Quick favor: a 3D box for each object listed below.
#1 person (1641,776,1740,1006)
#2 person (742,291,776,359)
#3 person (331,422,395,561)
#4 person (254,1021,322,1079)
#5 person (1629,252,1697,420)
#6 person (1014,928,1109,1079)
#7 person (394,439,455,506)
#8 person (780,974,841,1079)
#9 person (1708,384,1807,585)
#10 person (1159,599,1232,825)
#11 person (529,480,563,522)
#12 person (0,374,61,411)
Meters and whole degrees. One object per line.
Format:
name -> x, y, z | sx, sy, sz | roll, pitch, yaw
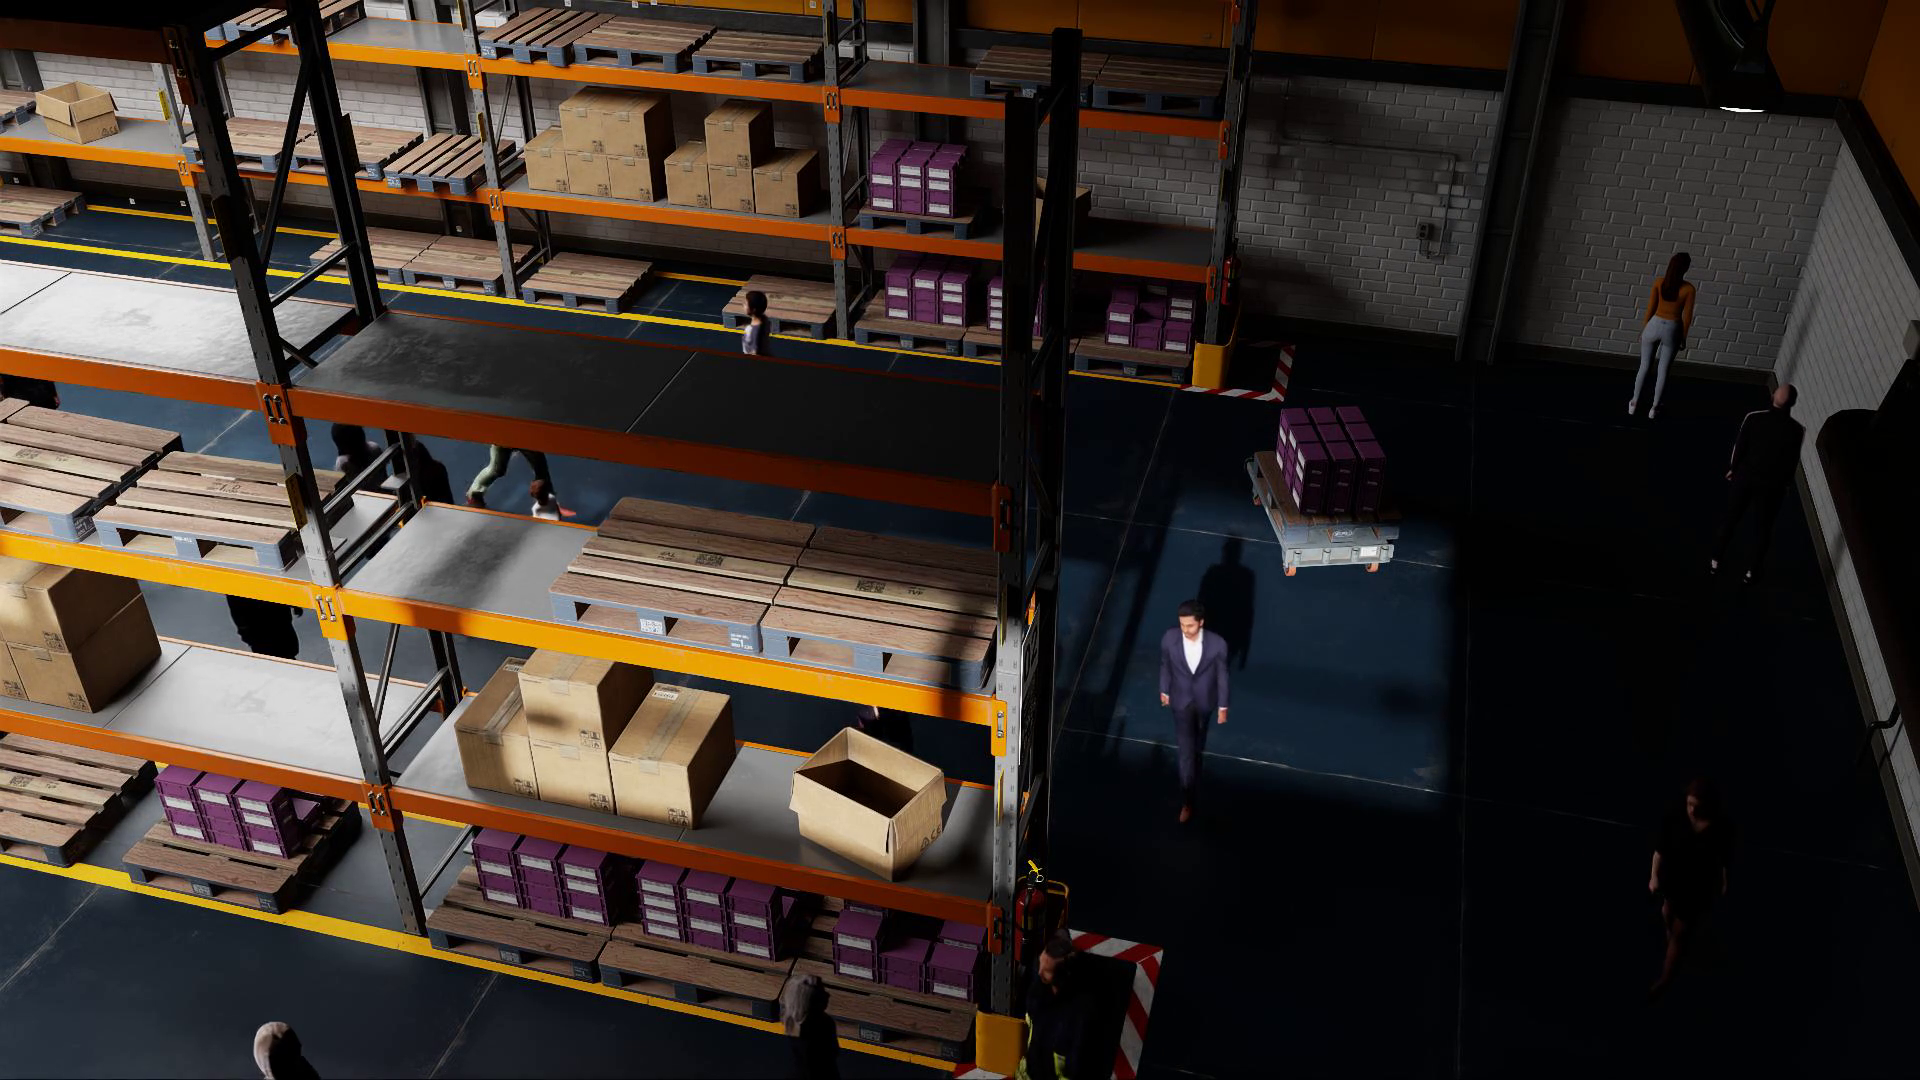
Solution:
person -> 4.504, 2.059, 10.333 | 0.974, 1.650, 0.880 | 14, 36, 21
person -> -1.849, -1.661, 16.043 | 1.078, 1.524, 0.774 | -1, 34, -2
person -> -4.898, -0.275, 13.900 | 0.952, 1.588, 0.771 | 19, 38, 26
person -> -3.480, 3.161, 8.559 | 1.271, 1.779, 1.030 | -10, 35, -14
person -> 6.927, -2.026, 16.388 | 0.575, 1.750, 0.718 | 18, 38, 25
person -> 0.622, 2.771, 9.084 | 0.939, 1.847, 0.845 | -27, 42, -34
person -> -4.376, -0.153, 13.718 | 0.941, 1.586, 1.080 | -25, 41, -32
person -> -0.782, 2.948, 8.908 | 0.716, 1.747, 0.696 | -8, 34, -11
person -> 6.718, -0.479, 13.983 | 0.640, 1.837, 0.806 | 21, 39, 28
person -> 1.667, 1.074, 11.797 | 1.153, 1.668, 0.853 | 3, 34, 4
person -> -3.527, -0.107, 14.174 | 0.596, 1.005, 0.519 | 19, 38, 26
person -> -8.526, -1.274, 15.276 | 0.713, 1.729, 0.757 | -23, 40, -30
